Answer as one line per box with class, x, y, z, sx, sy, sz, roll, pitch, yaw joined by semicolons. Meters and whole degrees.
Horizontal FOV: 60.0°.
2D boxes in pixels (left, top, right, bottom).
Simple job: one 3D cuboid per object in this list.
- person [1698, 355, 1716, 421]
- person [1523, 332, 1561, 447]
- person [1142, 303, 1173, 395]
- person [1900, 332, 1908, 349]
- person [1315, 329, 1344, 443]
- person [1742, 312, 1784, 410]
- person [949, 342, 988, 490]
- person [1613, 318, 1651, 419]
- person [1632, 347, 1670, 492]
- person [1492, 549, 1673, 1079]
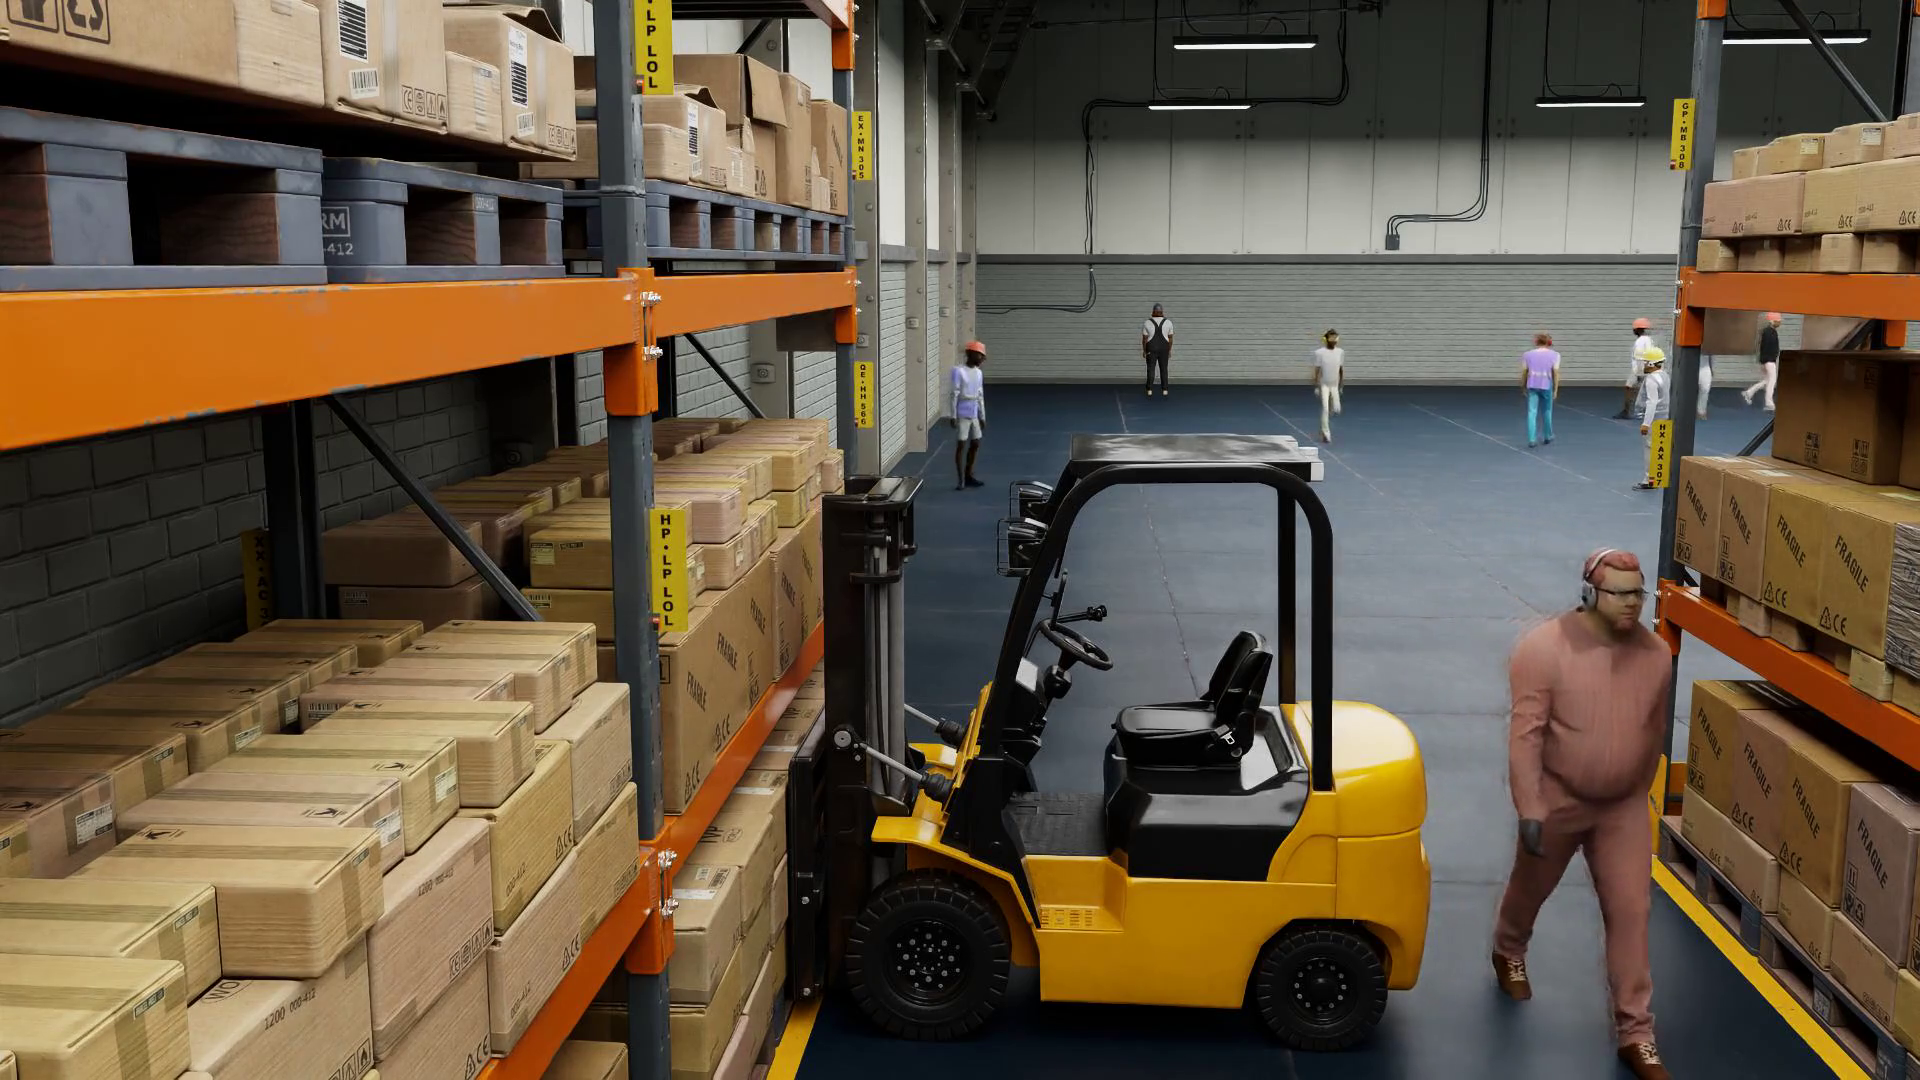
person;13.578;-3.126;30.571;0.655;1.911;0.757;1;9;9
person;9.248;-2.392;26.443;0.589;1.793;0.965;6;11;31
person;4.376;-4.246;36.973;0.682;2.000;0.537;0;9;0
person;14.208;-2.244;25.278;0.481;1.889;0.684;5;10;26
person;5.959;-2.494;26.926;0.516;1.852;0.446;-1;9;-8
person;16.040;-3.576;33.118;0.677;1.970;0.624;7;11;35
person;0.094;-1.589;21.347;0.383;1.891;0.670;9;13;43
person;12.676;-3.160;30.805;0.938;1.907;0.537;9;13;42
person;8.786;-1.532;21.148;0.404;1.834;0.591;7;12;37
person;2.299;0.935;6.162;0.646;1.859;1.022;-1;9;-4
